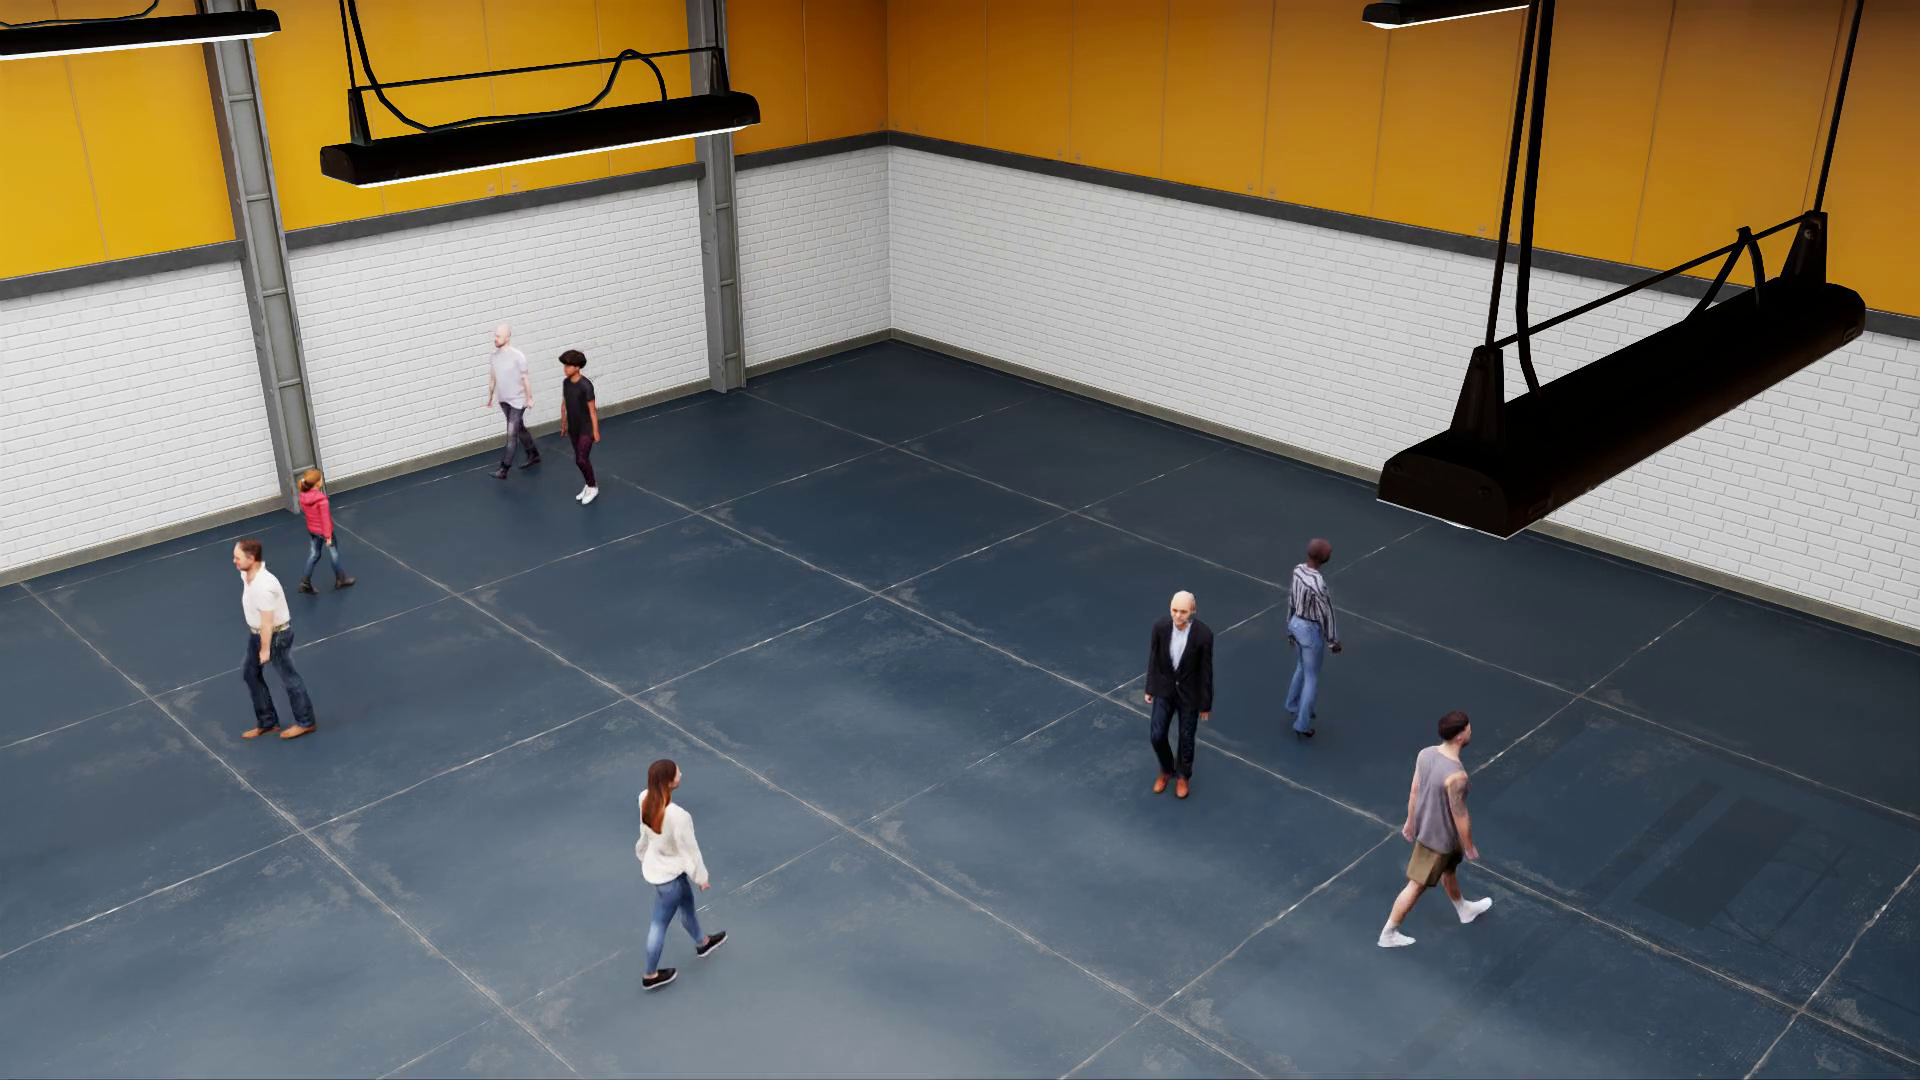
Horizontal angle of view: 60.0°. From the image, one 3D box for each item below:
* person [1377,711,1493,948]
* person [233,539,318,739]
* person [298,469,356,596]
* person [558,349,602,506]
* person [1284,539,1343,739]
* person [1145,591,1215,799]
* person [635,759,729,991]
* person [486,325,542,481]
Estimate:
[{"bbox_3d":[3.158,2.026,11.299,1.264,1.795,1.046,-5,24,-12],"label":"person"},{"bbox_3d":[-5.614,0.804,13.818,0.846,1.834,0.737,-18,29,-35],"label":"person"},{"bbox_3d":[-6.392,-0.056,16.450,0.661,1.301,0.892,12,26,26],"label":"person"},{"bbox_3d":[-4.200,-1.307,18.725,0.683,1.771,0.635,17,29,34],"label":"person"},{"bbox_3d":[2.877,0.843,13.800,0.803,1.777,0.772,-9,25,-20],"label":"person"},{"bbox_3d":[1.736,1.162,13.060,0.809,1.786,0.785,7,25,15],"label":"person"},{"bbox_3d":[-1.970,2.212,10.812,0.938,1.662,0.683,-18,30,-36],"label":"person"},{"bbox_3d":[-5.160,-1.641,19.467,0.836,1.788,1.199,15,28,31],"label":"person"}]
